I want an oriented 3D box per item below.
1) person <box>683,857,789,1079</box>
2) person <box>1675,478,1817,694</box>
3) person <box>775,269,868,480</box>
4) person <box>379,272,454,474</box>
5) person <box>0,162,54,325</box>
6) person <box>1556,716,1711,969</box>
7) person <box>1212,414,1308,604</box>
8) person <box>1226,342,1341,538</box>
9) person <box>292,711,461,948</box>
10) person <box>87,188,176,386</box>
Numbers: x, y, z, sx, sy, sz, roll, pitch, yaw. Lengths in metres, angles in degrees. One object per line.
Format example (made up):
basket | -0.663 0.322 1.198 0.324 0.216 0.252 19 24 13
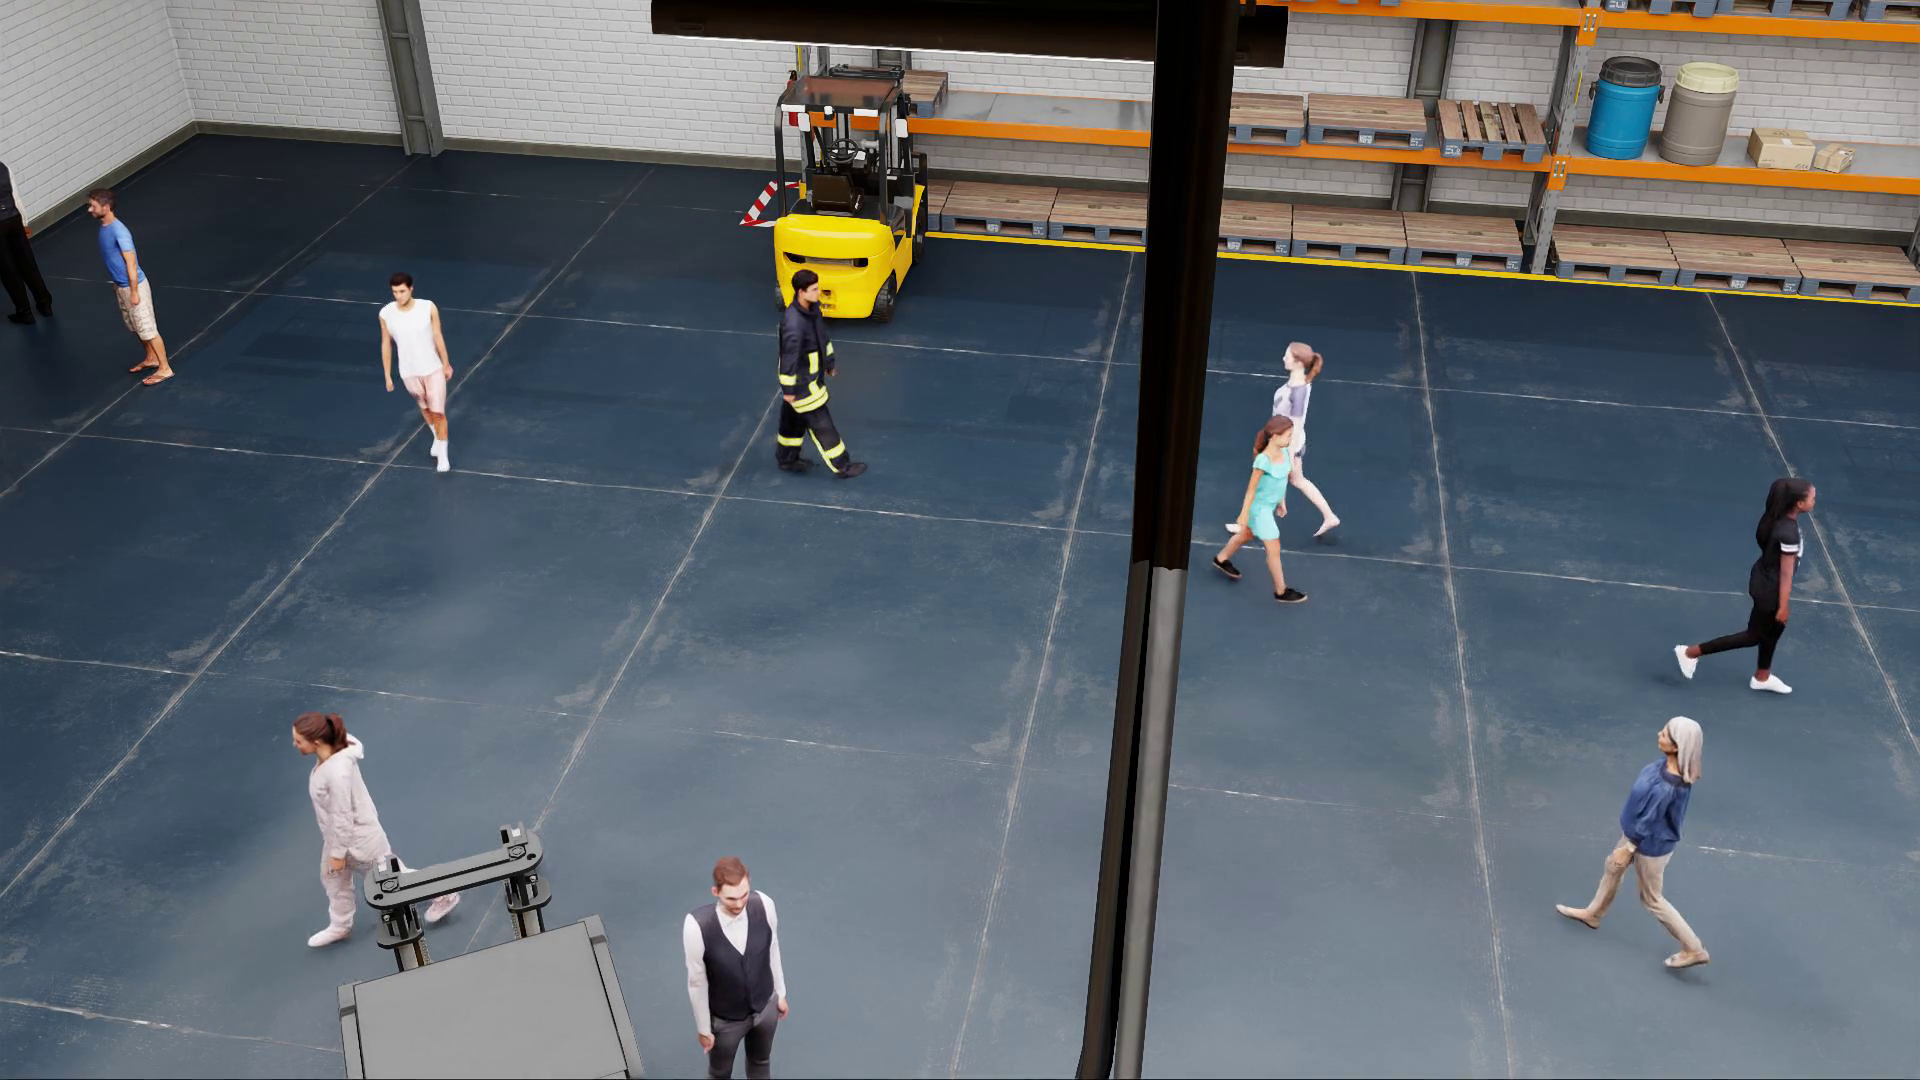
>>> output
person | -1.106 2.298 8.280 0.731 1.944 0.800 -19 38 -27
person | 5.485 0.344 11.429 1.097 1.711 0.722 10 35 15
person | -1.394 -1.376 13.853 1.069 1.893 0.825 7 34 11
person | -4.565 -1.504 14.164 0.940 1.761 0.875 -2 34 -3
person | -9.424 -3.064 16.369 0.705 1.918 0.769 17 37 24
person | 3.978 1.740 9.368 1.176 1.668 0.870 17 37 24
person | 2.226 -0.276 12.537 1.136 1.518 0.874 24 41 32
person | 2.651 -0.727 13.023 1.141 1.731 0.669 10 35 14
person | -3.362 1.650 9.519 1.171 1.651 1.064 -18 38 -25
person | -7.677 -2.365 15.368 0.789 1.863 0.696 -28 42 -35
